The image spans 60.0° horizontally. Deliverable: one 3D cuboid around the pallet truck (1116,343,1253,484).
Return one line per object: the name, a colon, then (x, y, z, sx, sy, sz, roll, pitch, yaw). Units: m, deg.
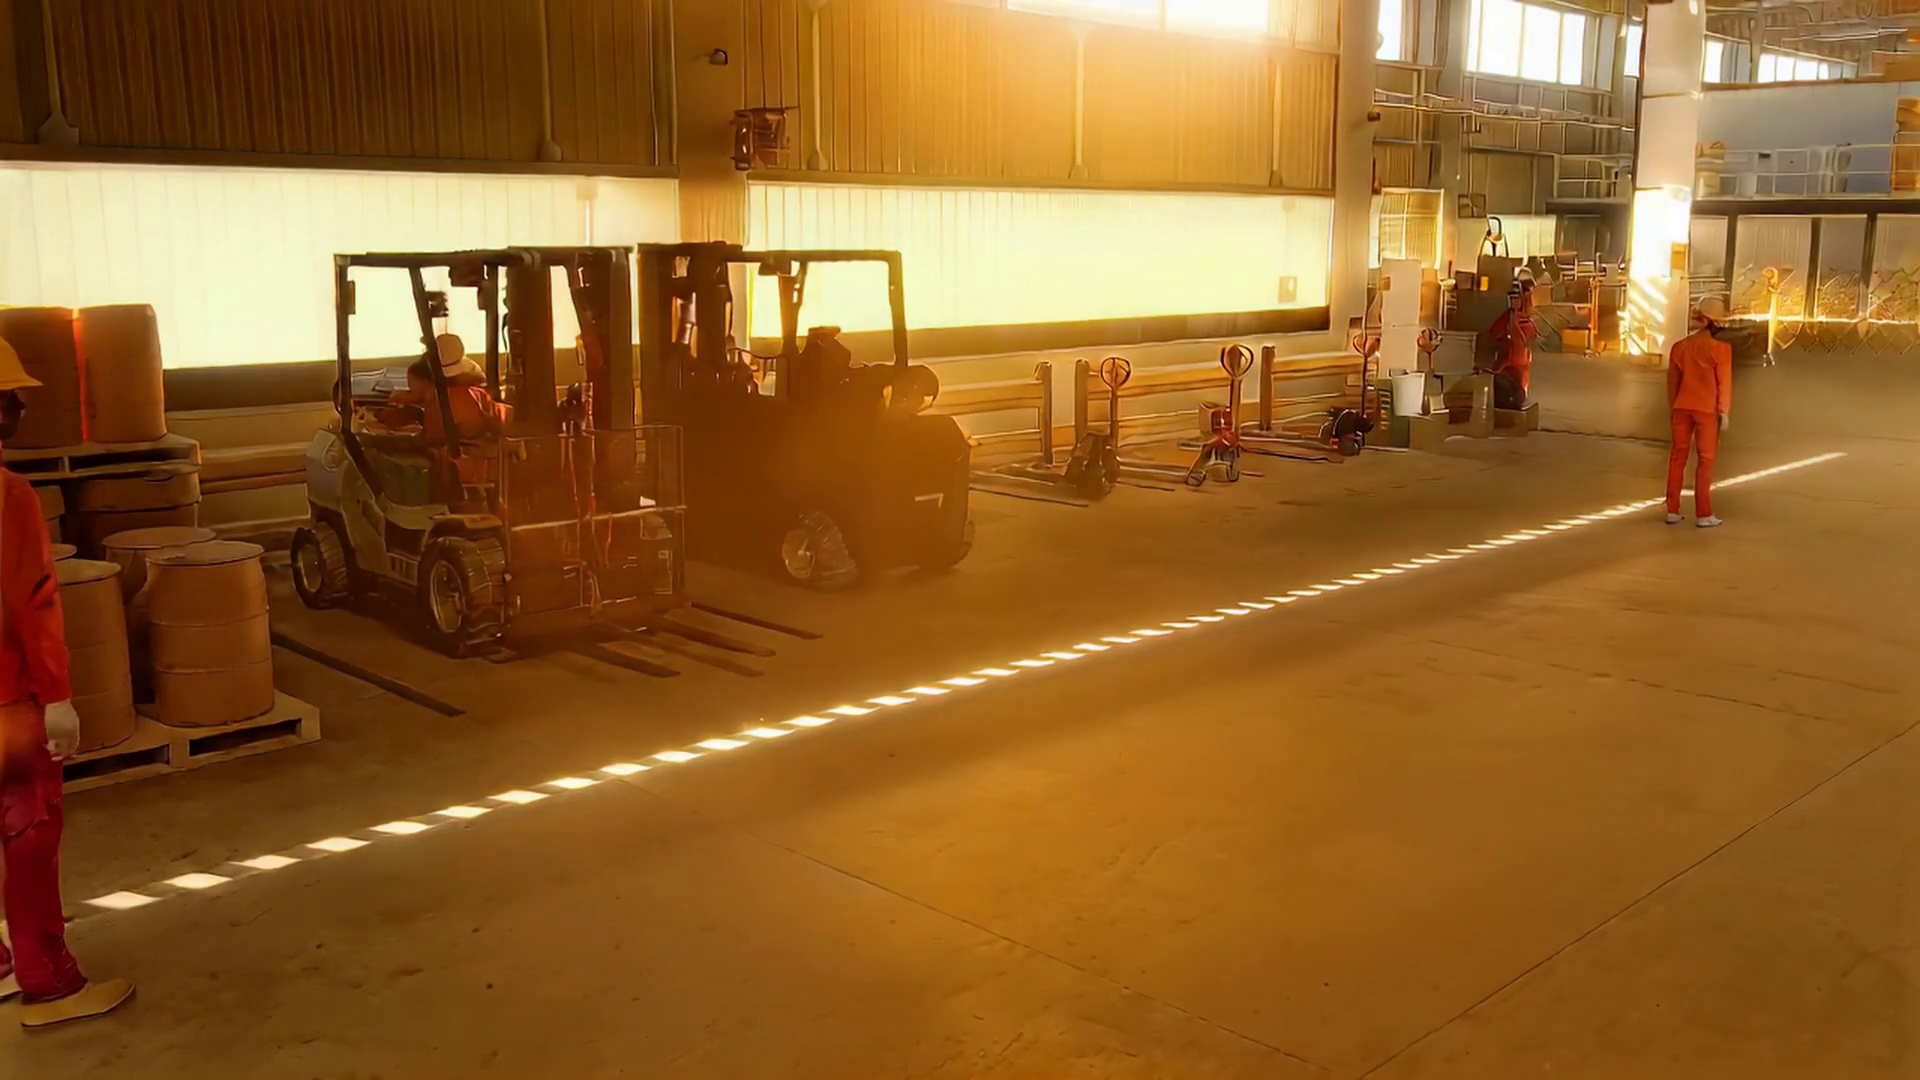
pallet truck: (1.962, -1.215, 15.415, 1.522, 1.261, 0.704, 10, 14, 43)

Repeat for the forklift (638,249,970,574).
forklift: (-1.173, -0.958, 11.239, 2.680, 1.987, 1.157, 10, 14, 43)

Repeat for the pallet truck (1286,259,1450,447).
pallet truck: (4.493, -2.078, 18.196, 0.823, 1.965, 1.885, -9, 14, -40)

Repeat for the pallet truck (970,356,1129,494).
pallet truck: (0.784, -1.085, 14.876, 0.680, 1.201, 1.601, -10, 14, -44)

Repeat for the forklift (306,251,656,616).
forklift: (-2.833, -0.669, 9.694, 1.157, 1.987, 2.680, -10, 14, -44)

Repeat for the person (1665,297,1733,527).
person: (5.715, -0.985, 12.867, 0.331, 1.768, 0.526, -7, 12, -32)

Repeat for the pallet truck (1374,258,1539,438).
pallet truck: (5.704, -2.208, 18.901, 1.885, 1.965, 0.823, 10, 14, 43)

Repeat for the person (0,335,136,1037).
person: (-2.697, 0.403, 4.672, 0.611, 1.995, 0.375, 6, 12, 28)

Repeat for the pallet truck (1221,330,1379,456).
pallet truck: (3.563, -1.581, 17.381, 0.653, 1.274, 1.630, -10, 14, -44)
